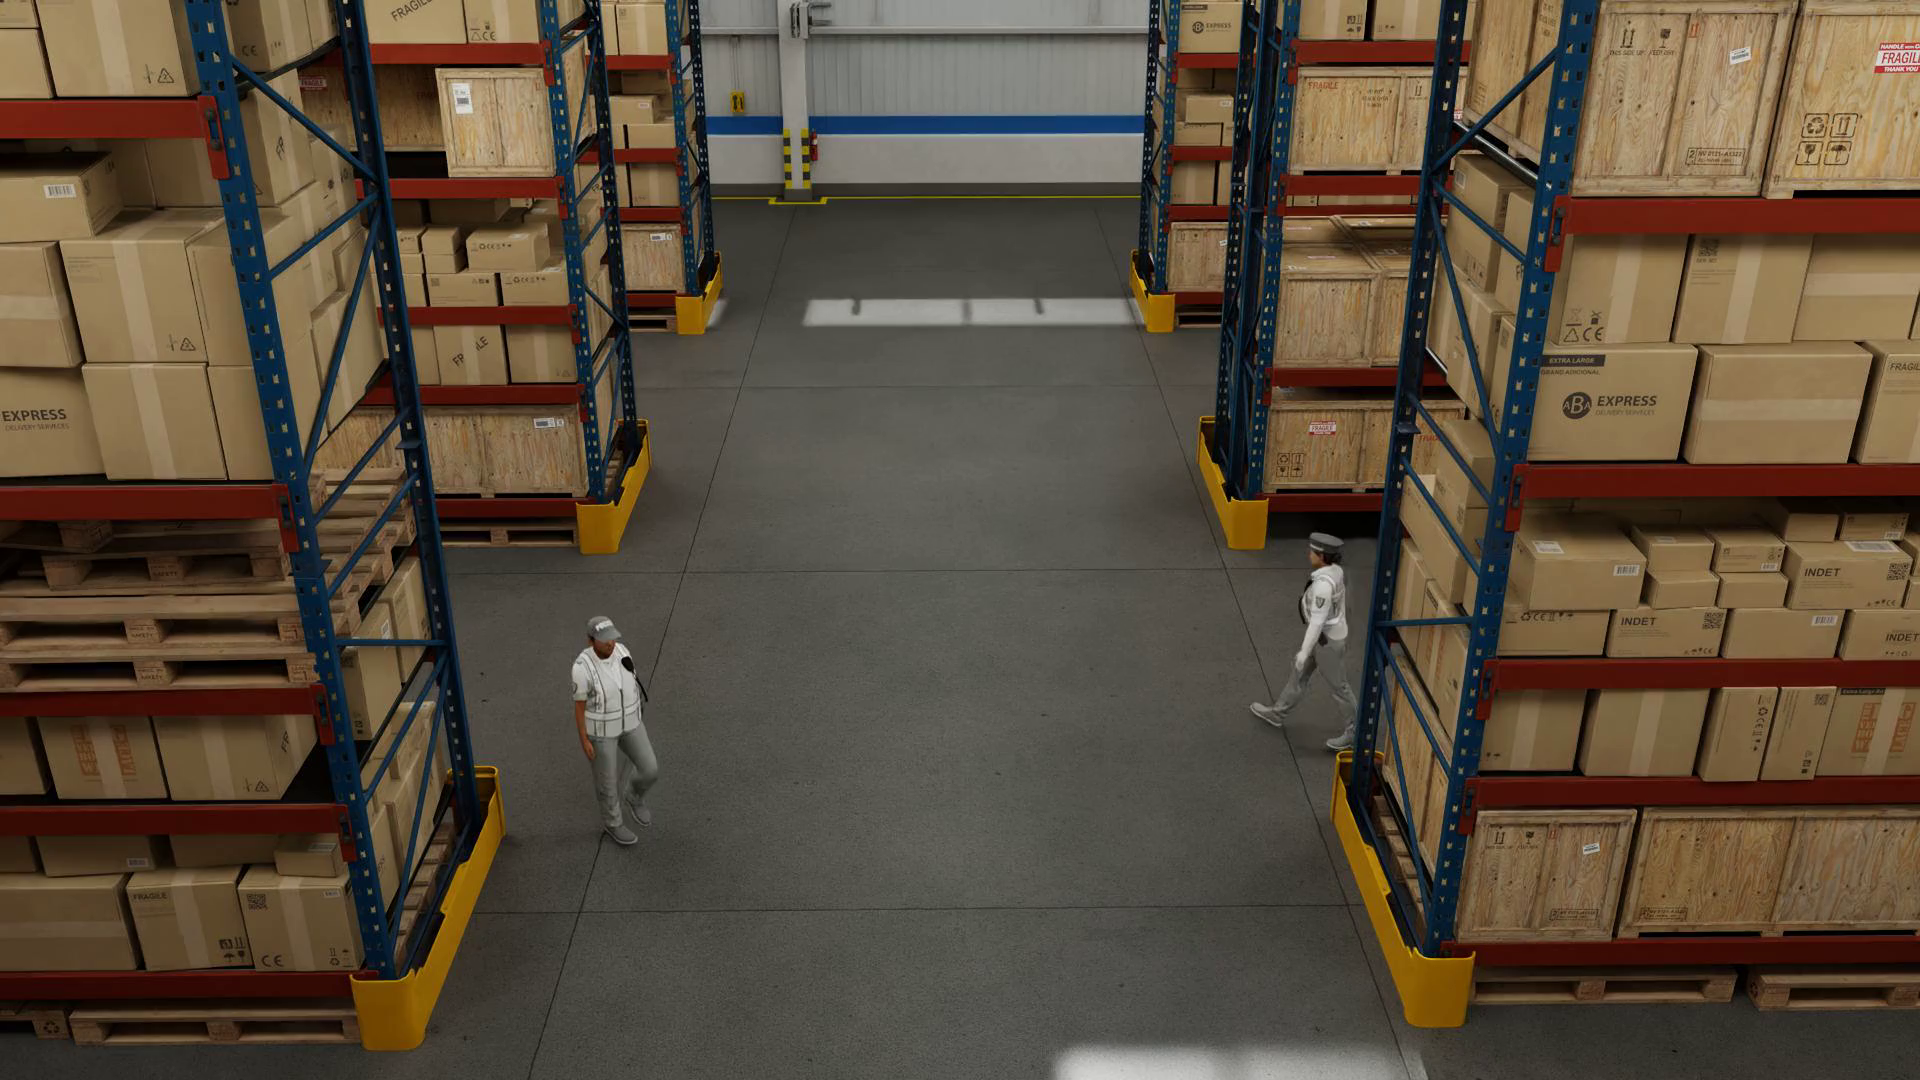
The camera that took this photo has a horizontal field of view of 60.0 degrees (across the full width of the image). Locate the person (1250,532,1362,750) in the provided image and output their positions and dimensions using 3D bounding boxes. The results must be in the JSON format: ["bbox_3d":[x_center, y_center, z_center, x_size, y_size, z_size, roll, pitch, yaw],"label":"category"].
[{"bbox_3d":[2.648,0.746,12.400,0.882,1.619,0.556,6,26,13],"label":"person"}]

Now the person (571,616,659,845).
[{"bbox_3d":[-2.350,1.283,11.228,0.491,1.670,0.434,-21,32,-37],"label":"person"}]
